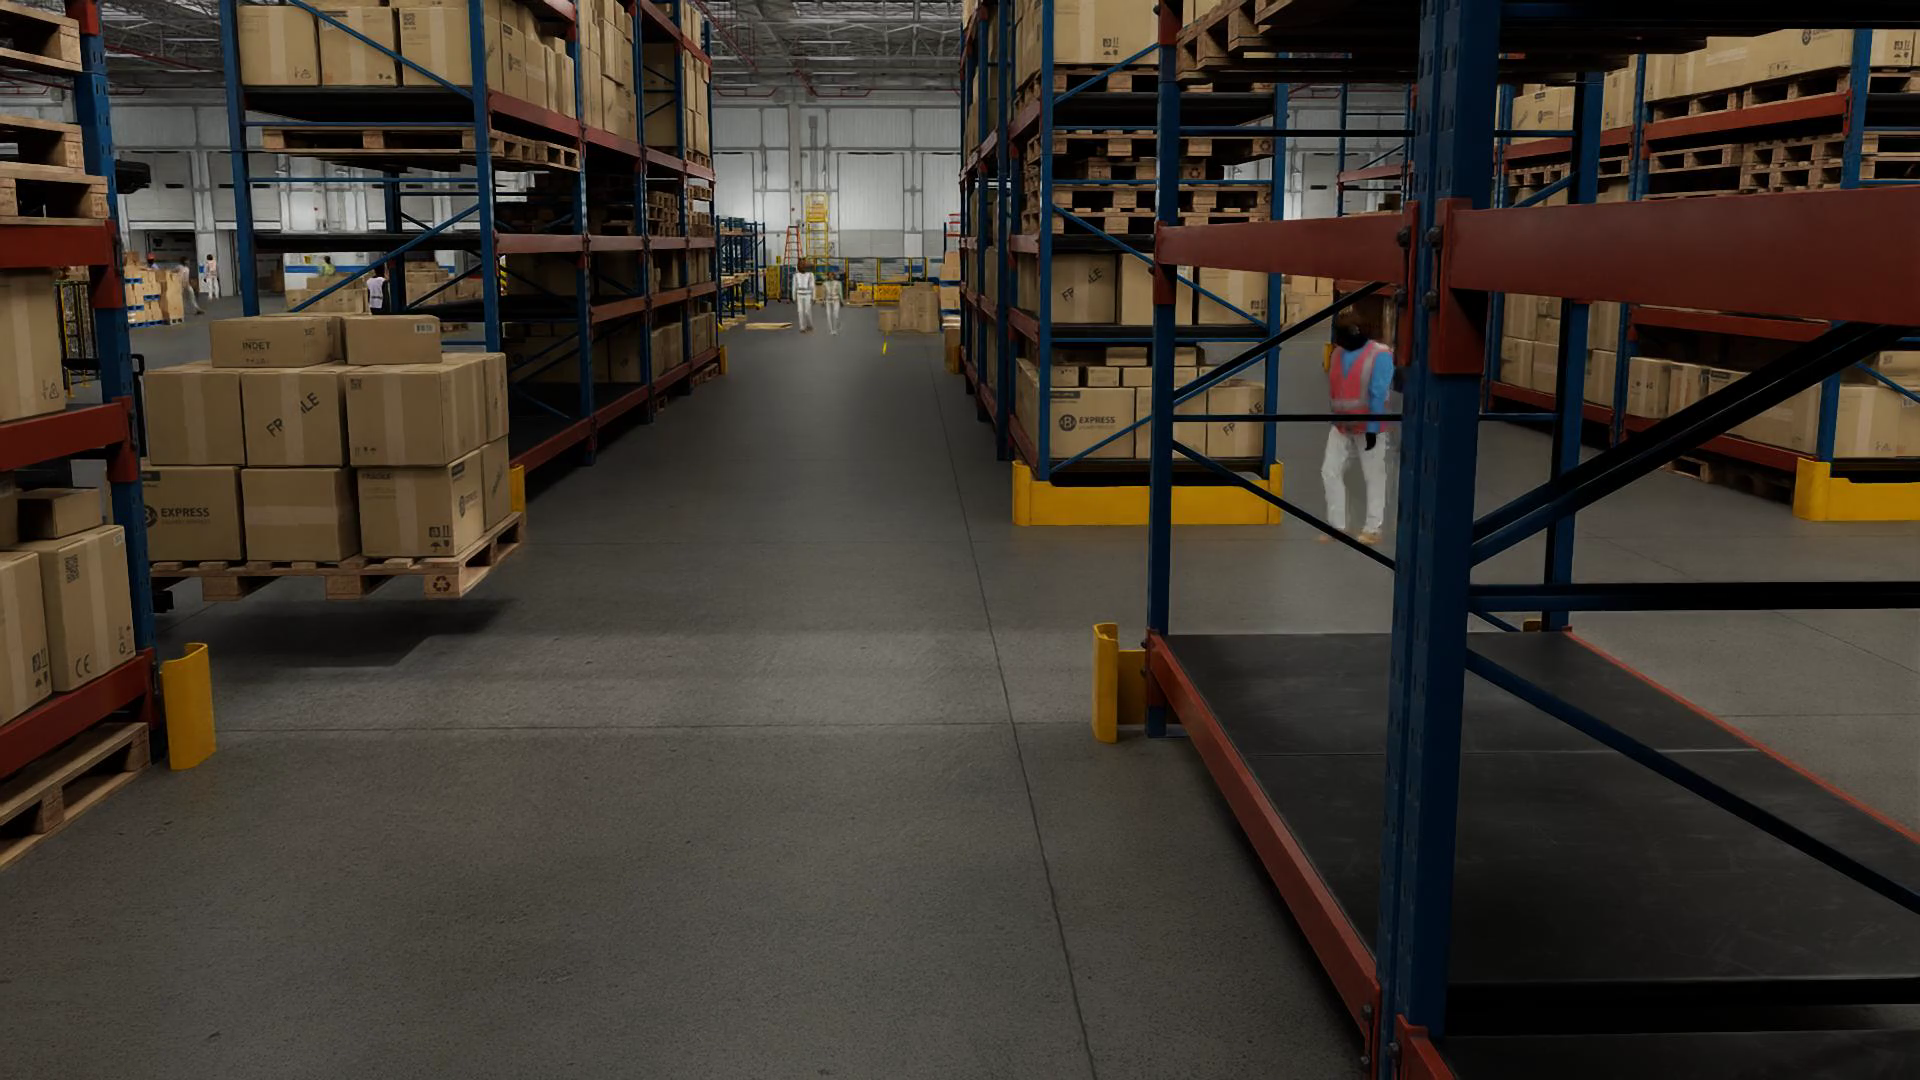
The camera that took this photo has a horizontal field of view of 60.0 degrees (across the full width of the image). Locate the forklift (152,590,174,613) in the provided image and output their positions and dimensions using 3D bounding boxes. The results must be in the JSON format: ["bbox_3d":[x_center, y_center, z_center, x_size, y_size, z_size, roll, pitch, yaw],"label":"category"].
[{"bbox_3d":[-5.858,-0.811,9.639,1.873,2.768,1.129,-1,10,-3],"label":"forklift"}]

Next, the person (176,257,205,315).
[{"bbox_3d":[-24.617,-8.049,52.762,1.040,1.891,0.637,1,10,6],"label":"person"}]

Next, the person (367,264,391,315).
[{"bbox_3d":[-11.994,-4.771,34.382,0.589,1.920,0.392,6,12,31],"label":"person"}]

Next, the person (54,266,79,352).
[{"bbox_3d":[-19.078,-4.916,35.373,0.608,1.846,0.561,2,10,10],"label":"person"}]

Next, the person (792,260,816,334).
[{"bbox_3d":[-3.968,-6.166,42.297,0.599,1.867,0.403,1,10,7],"label":"person"}]

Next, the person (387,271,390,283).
[{"bbox_3d":[-18.760,-8.391,55.195,0.321,1.692,0.535,8,13,39],"label":"person"}]

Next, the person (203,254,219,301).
[{"bbox_3d":[-29.592,-10.360,65.729,0.429,1.843,0.630,8,13,38],"label":"person"}]

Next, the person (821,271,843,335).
[{"bbox_3d":[-3.226,-5.927,41.650,0.552,1.613,0.664,2,10,8],"label":"person"}]

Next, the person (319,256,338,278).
[{"bbox_3d":[-24.455,-10.107,64.471,0.956,1.798,0.634,6,12,32],"label":"person"}]

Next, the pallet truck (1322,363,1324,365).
[{"bbox_3d":[7.712,-4.157,30.737,1.885,1.965,0.823,3,11,16],"label":"pallet truck"}]

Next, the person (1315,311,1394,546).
[{"bbox_3d":[3.007,-0.837,12.749,0.645,1.809,0.652,-8,13,-37],"label":"person"}]

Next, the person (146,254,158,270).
[{"bbox_3d":[-27.208,-8.676,56.103,0.374,1.931,0.548,-6,12,-29],"label":"person"}]
